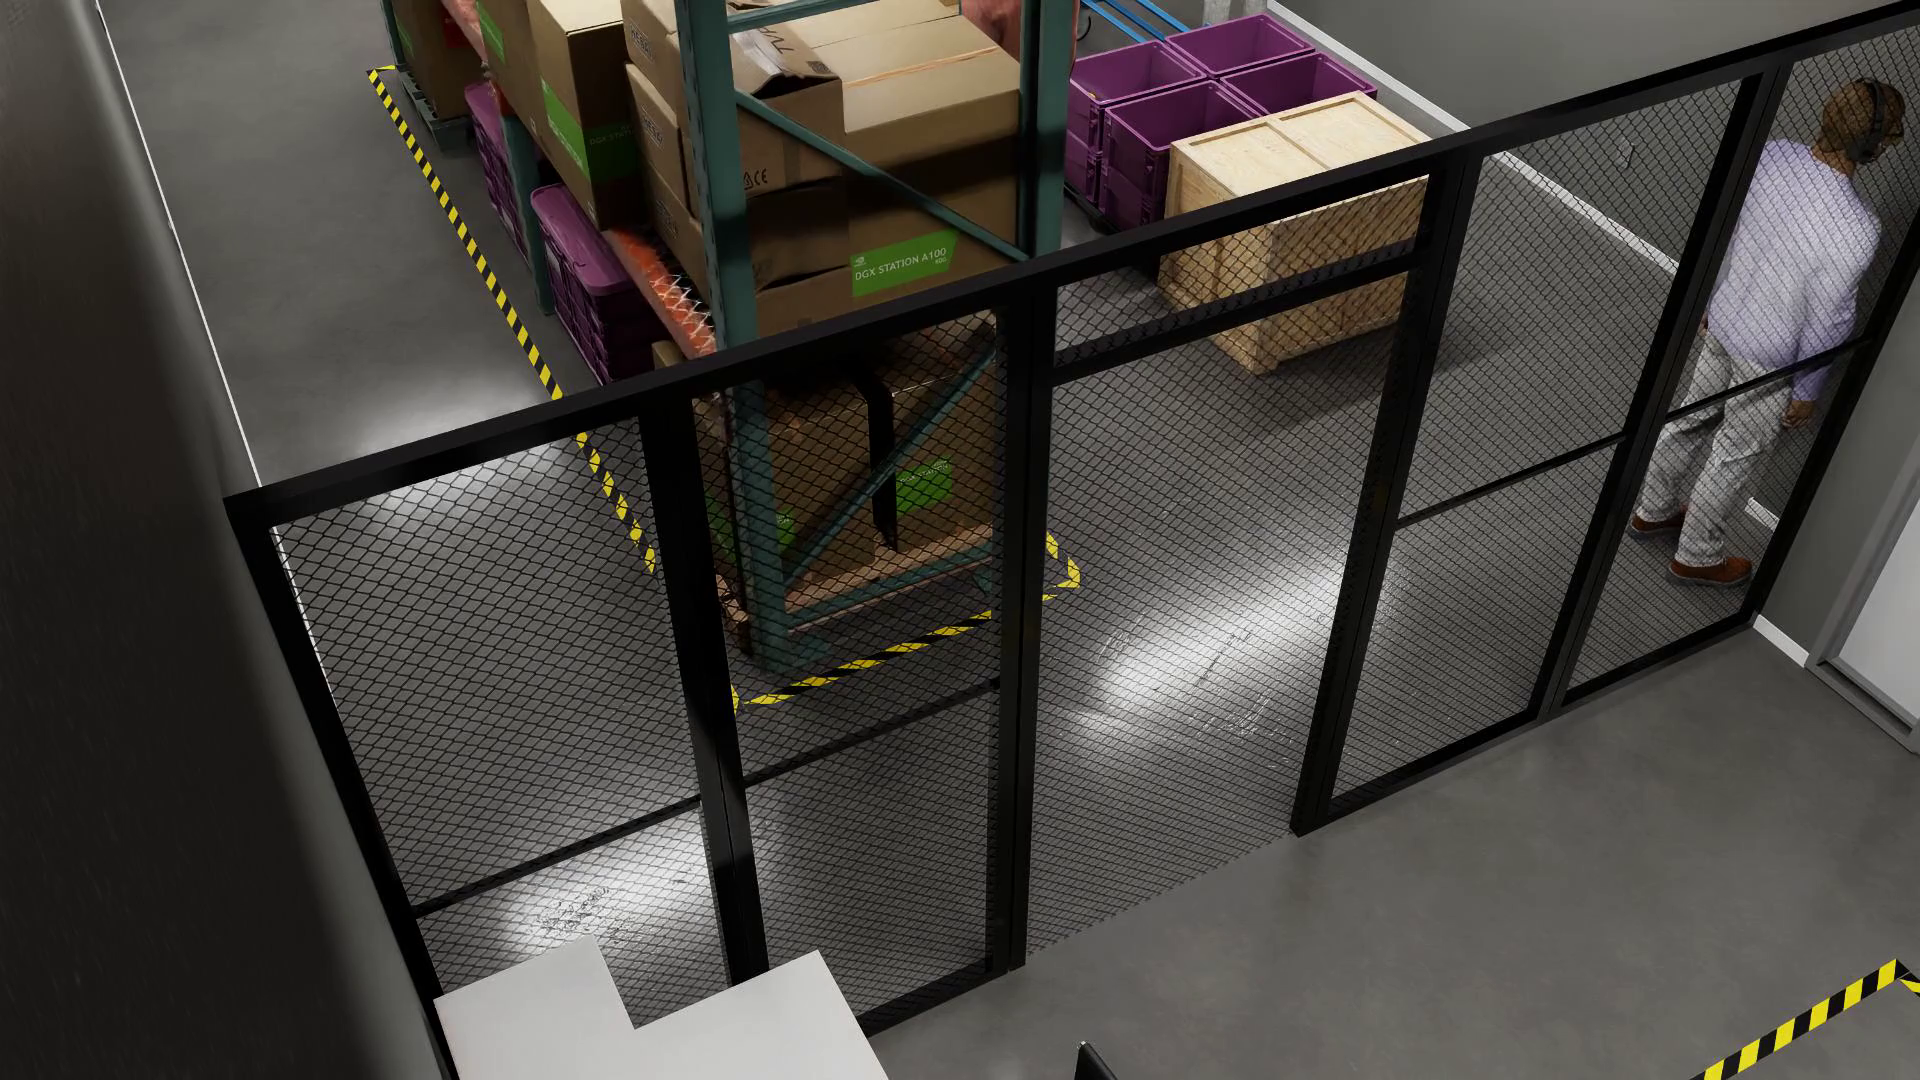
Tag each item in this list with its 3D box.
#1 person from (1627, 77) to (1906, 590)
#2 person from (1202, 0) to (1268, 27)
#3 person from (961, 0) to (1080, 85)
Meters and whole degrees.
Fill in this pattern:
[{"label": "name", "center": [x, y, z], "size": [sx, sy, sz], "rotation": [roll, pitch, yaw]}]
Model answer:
[{"label": "person", "center": [2.738, -0.673, 5.682], "size": [0.352, 1.937, 0.635], "rotation": [-8, 43, -9]}, {"label": "person", "center": [1.443, -3.270, 8.600], "size": [0.591, 1.833, 0.403], "rotation": [-17, 45, -18]}, {"label": "person", "center": [0.226, -1.808, 6.882], "size": [0.609, 1.995, 0.376], "rotation": [-32, 51, -30]}]
